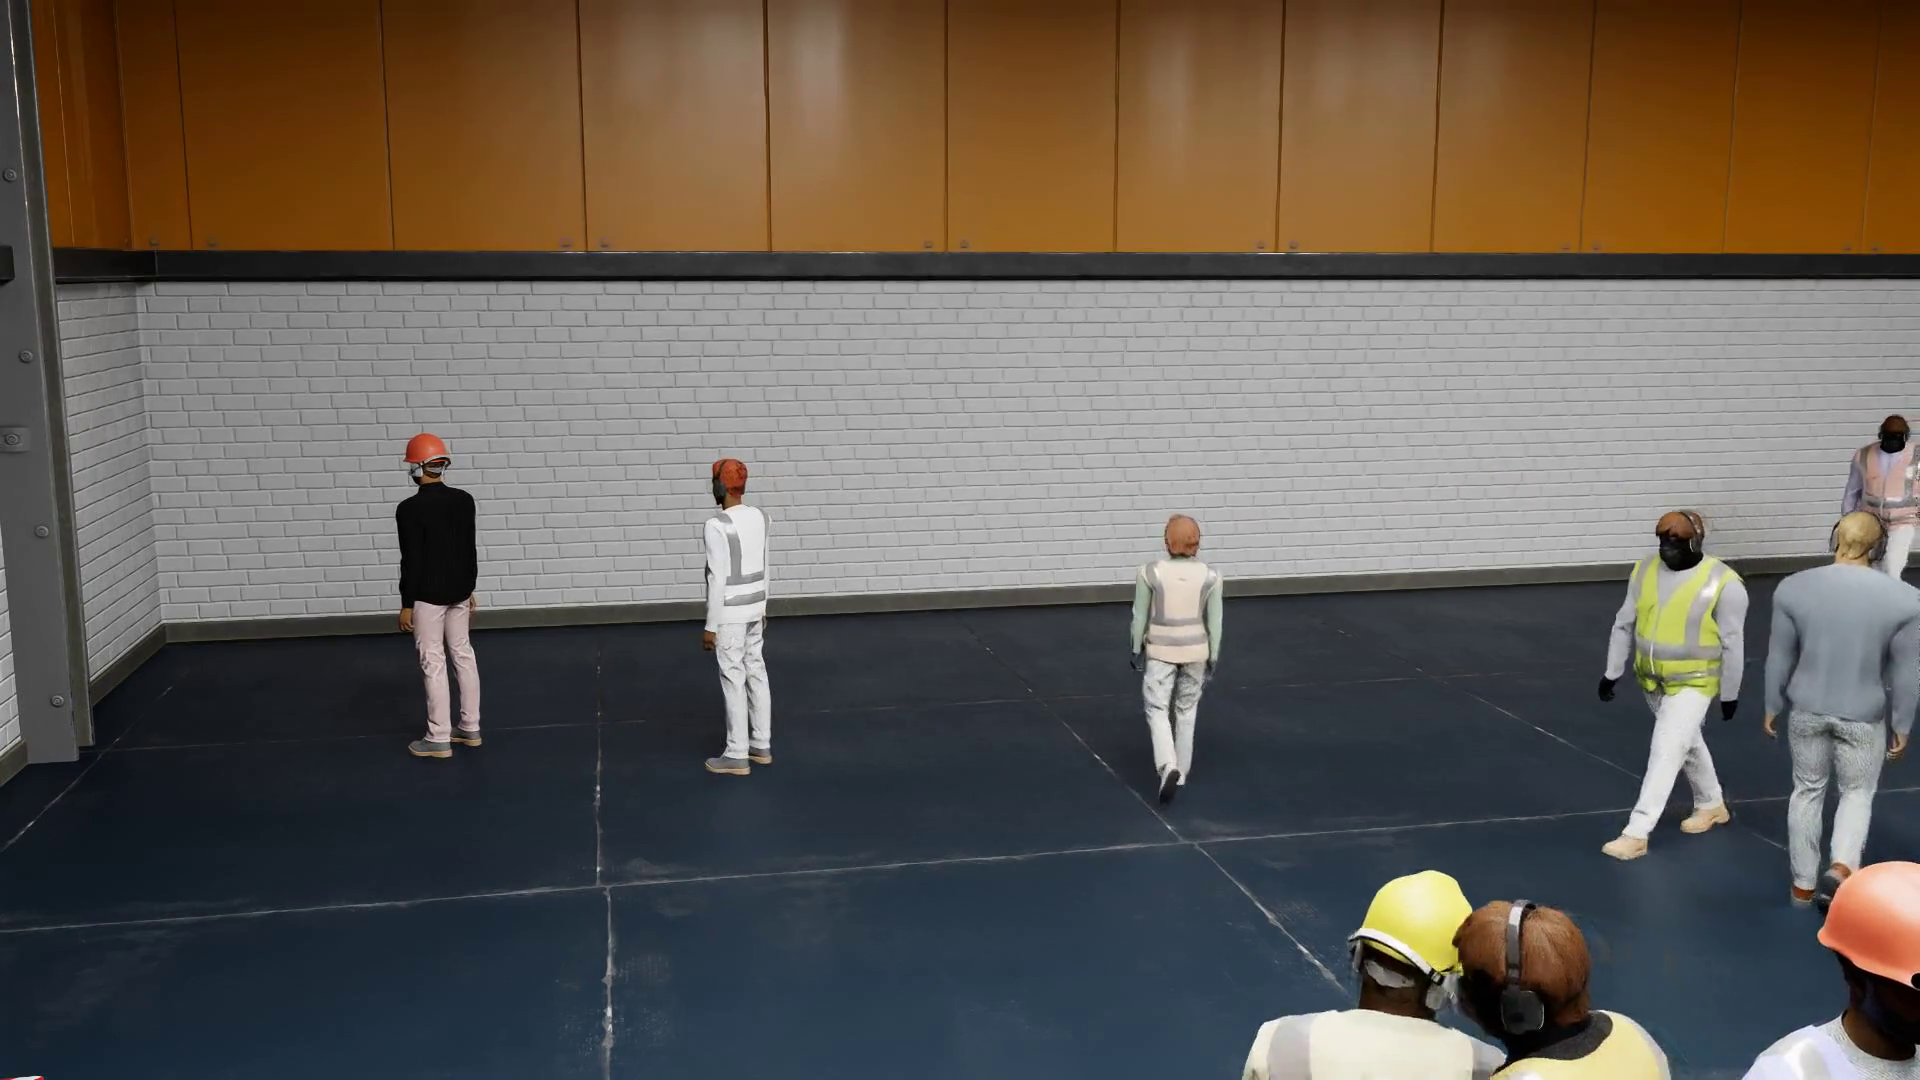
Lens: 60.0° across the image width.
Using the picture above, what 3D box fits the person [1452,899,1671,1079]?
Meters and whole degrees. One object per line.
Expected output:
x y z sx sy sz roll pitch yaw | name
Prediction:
1.102 1.578 3.239 0.508 1.818 0.643 7 12 37 | person

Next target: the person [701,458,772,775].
-1.331 0.451 9.902 0.337 1.882 0.584 5 11 28 | person

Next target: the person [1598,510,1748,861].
3.715 0.715 8.614 0.983 1.790 0.635 -5 11 -28 | person

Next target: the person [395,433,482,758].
-3.234 0.337 10.262 0.397 1.992 0.623 5 10 27 | person

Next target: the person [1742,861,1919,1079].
1.704 1.533 3.145 0.552 1.936 0.360 -5 10 -26 | person

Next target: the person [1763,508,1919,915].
4.014 0.813 7.625 0.644 1.920 0.617 6 11 33 | person

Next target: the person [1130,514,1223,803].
1.233 0.667 9.395 0.521 1.622 0.640 -1 9 -4 | person

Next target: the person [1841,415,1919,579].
7.536 -0.113 13.581 0.798 1.798 0.669 -9 13 -44 | person

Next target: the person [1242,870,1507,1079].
0.841 1.576 3.407 0.608 1.778 0.879 2 10 12 | person
